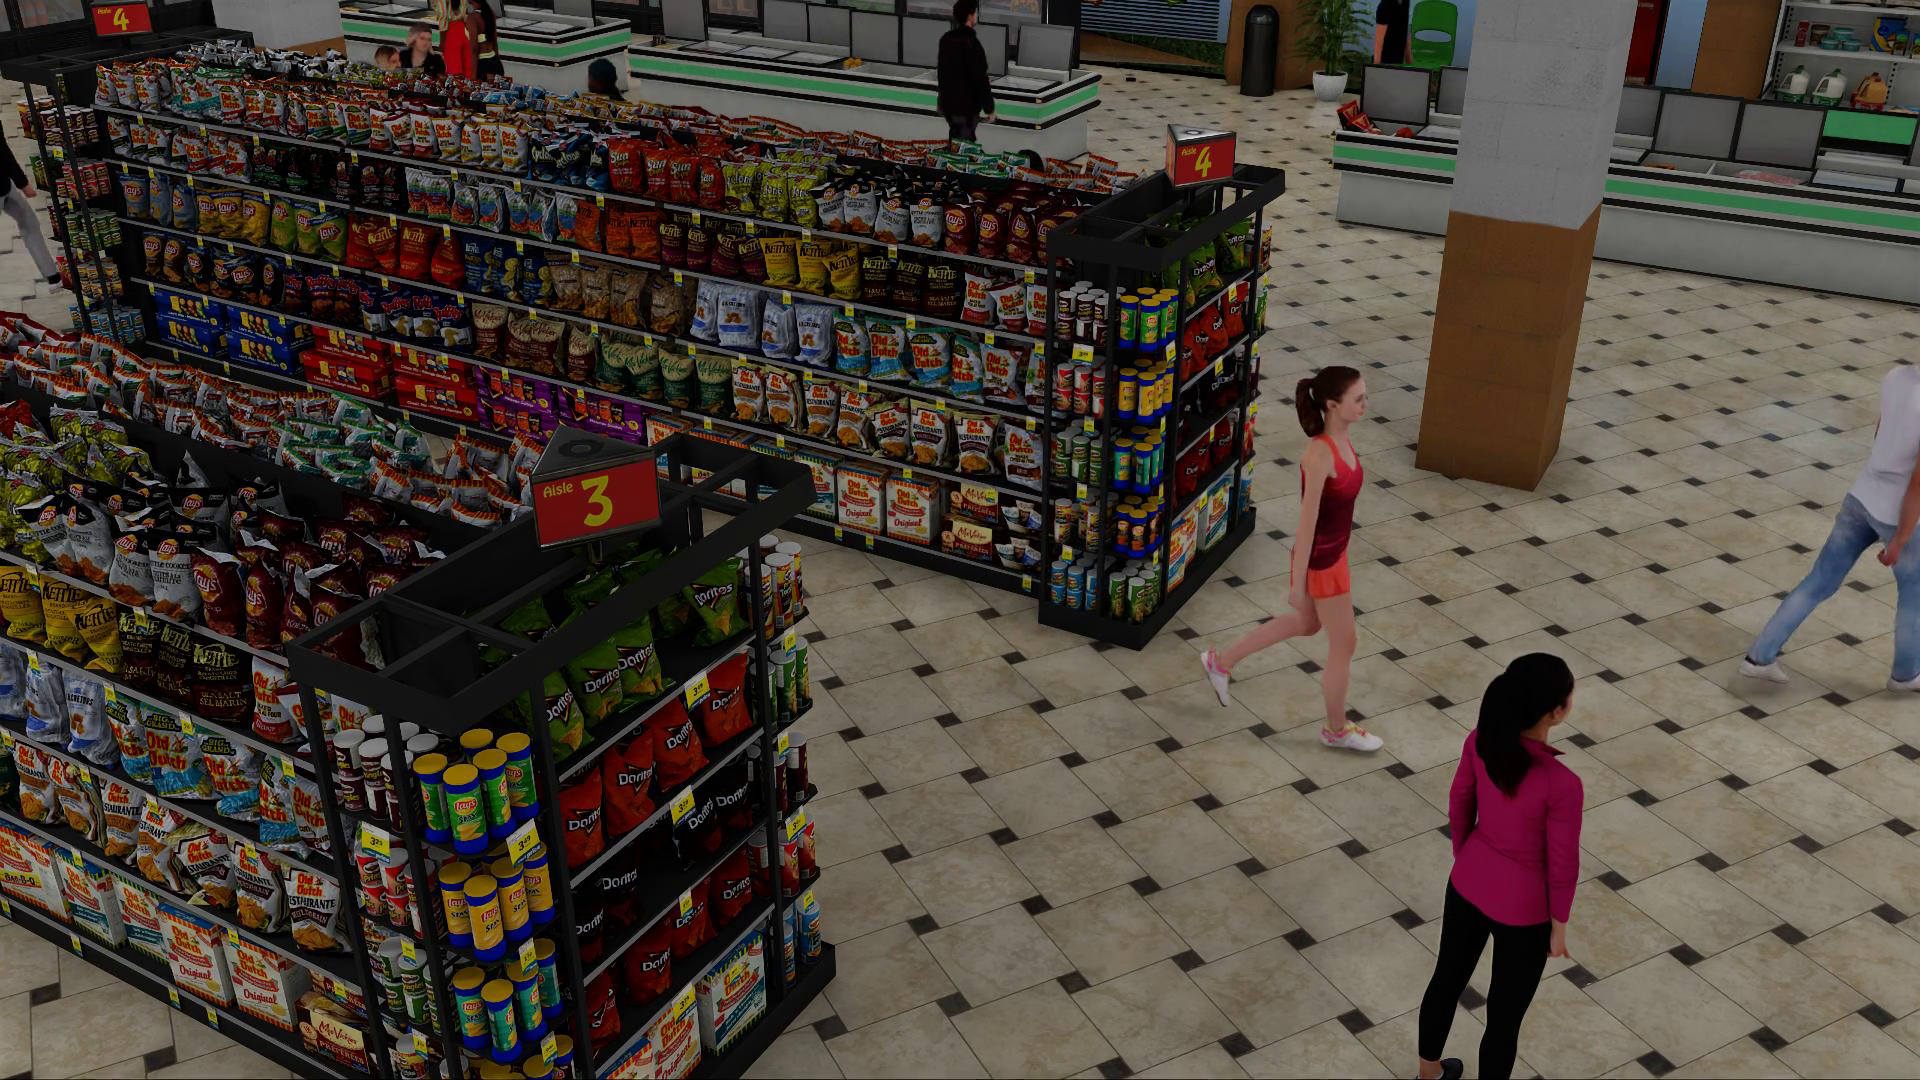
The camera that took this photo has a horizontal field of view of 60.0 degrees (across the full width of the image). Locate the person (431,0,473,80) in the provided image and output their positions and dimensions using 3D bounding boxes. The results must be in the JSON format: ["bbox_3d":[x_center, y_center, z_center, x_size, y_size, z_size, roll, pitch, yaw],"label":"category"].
[{"bbox_3d":[-5.196,-5.110,17.159,0.540,1.792,0.611,12,29,23],"label":"person"}]

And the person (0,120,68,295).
[{"bbox_3d":[-7.171,-2.602,12.083,1.155,1.909,1.316,-16,31,-29],"label":"person"}]

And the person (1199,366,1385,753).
[{"bbox_3d":[1.442,0.080,6.994,1.105,1.729,0.687,10,28,19],"label":"person"}]

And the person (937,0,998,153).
[{"bbox_3d":[-0.071,-3.731,14.408,0.952,1.821,0.860,-17,31,-30],"label":"person"}]

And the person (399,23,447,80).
[{"bbox_3d":[-4.629,-3.613,14.367,0.789,1.648,0.927,7,28,13],"label":"person"}]

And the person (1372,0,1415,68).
[{"bbox_3d":[4.090,-4.650,16.192,0.620,1.845,0.668,15,31,27],"label":"person"}]

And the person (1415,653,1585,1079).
[{"bbox_3d":[1.632,1.087,5.042,0.740,1.699,0.639,-17,31,-30],"label":"person"}]

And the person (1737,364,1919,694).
[{"bbox_3d":[3.947,-0.098,7.260,1.260,1.806,1.159,-5,27,-11],"label":"person"}]

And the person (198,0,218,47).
[{"bbox_3d":[-6.857,-4.071,15.245,0.703,1.669,0.797,23,35,38],"label":"person"}]

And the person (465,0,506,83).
[{"bbox_3d":[-4.507,-4.455,15.908,0.545,1.755,0.581,11,29,20],"label":"person"}]
